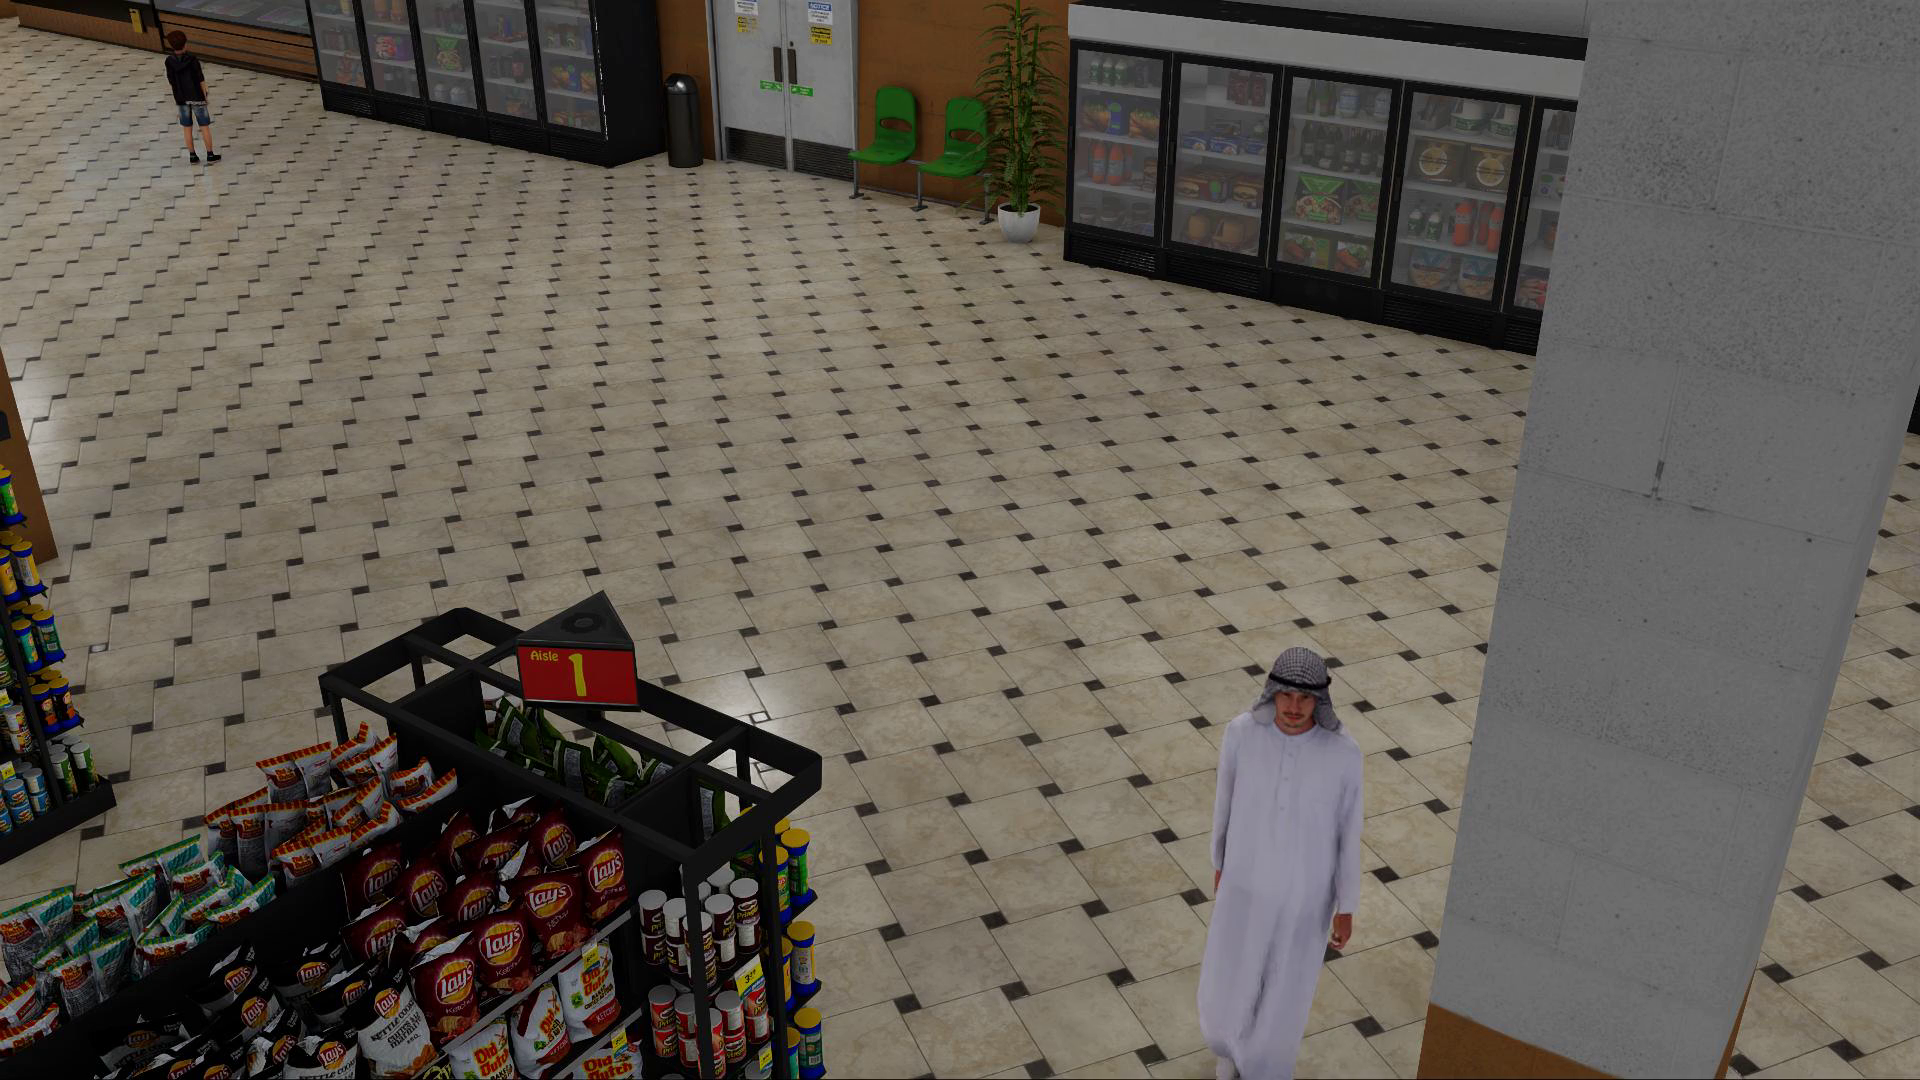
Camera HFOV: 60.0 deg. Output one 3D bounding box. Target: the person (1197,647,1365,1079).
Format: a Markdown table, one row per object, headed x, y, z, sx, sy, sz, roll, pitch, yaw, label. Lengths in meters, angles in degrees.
| x | y | z | sx | sy | sz | roll | pitch | yaw | label |
| --- | --- | --- | --- | --- | --- | --- | --- | --- | --- |
| 1.146 | 1.174 | 5.896 | 0.818 | 1.910 | 0.879 | 6 | 28 | 12 | person |

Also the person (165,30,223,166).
| x | y | z | sx | sy | sz | roll | pitch | yaw | label |
| --- | --- | --- | --- | --- | --- | --- | --- | --- | --- |
| -8.498 | -4.884 | 18.354 | 0.625 | 1.447 | 0.681 | -4 | 27 | -7 | person |
